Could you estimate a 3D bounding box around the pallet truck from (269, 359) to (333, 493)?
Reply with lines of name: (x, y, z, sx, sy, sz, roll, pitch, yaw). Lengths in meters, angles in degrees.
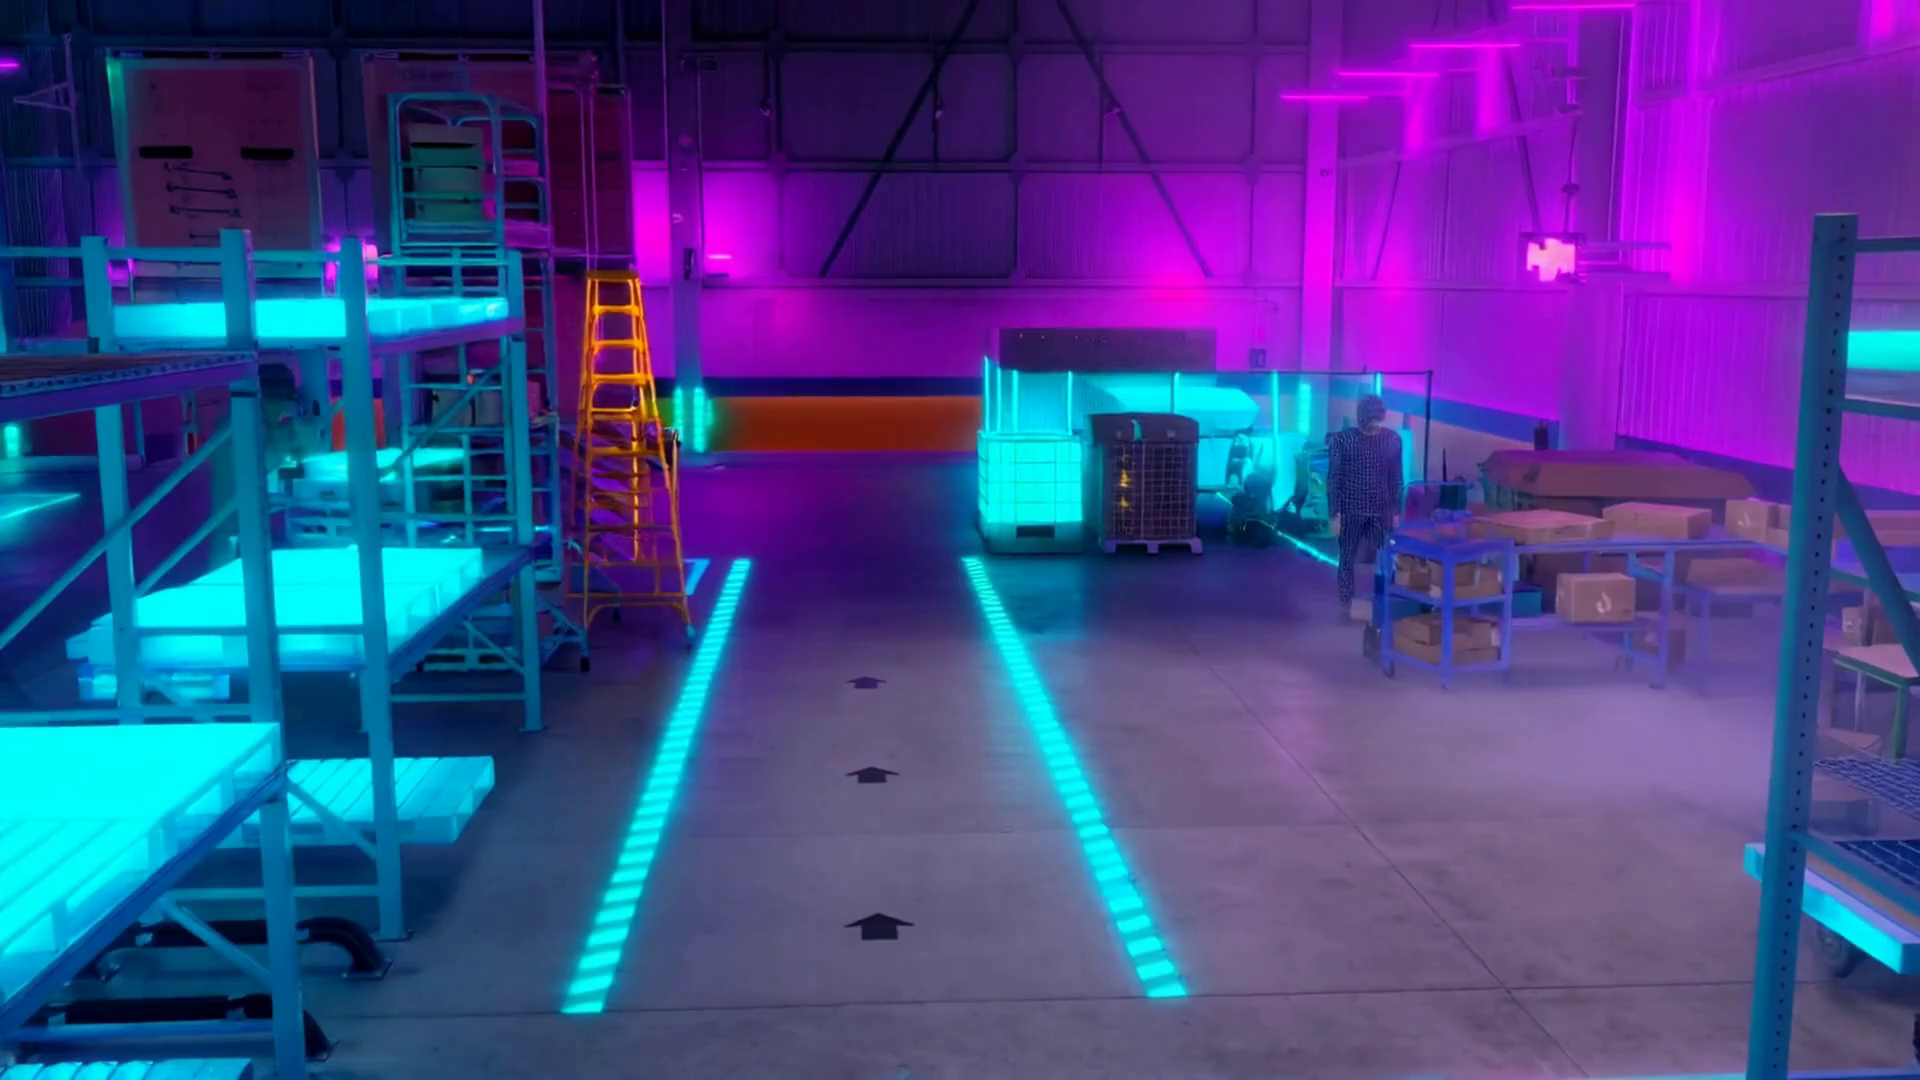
pallet truck: (-7.062, -1.131, 18.996, 1.885, 1.965, 0.823, 2, 9, 13)

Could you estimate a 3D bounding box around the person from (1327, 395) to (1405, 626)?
person: (3.319, -0.237, 13.646, 0.638, 1.920, 0.407, -1, 9, -6)
